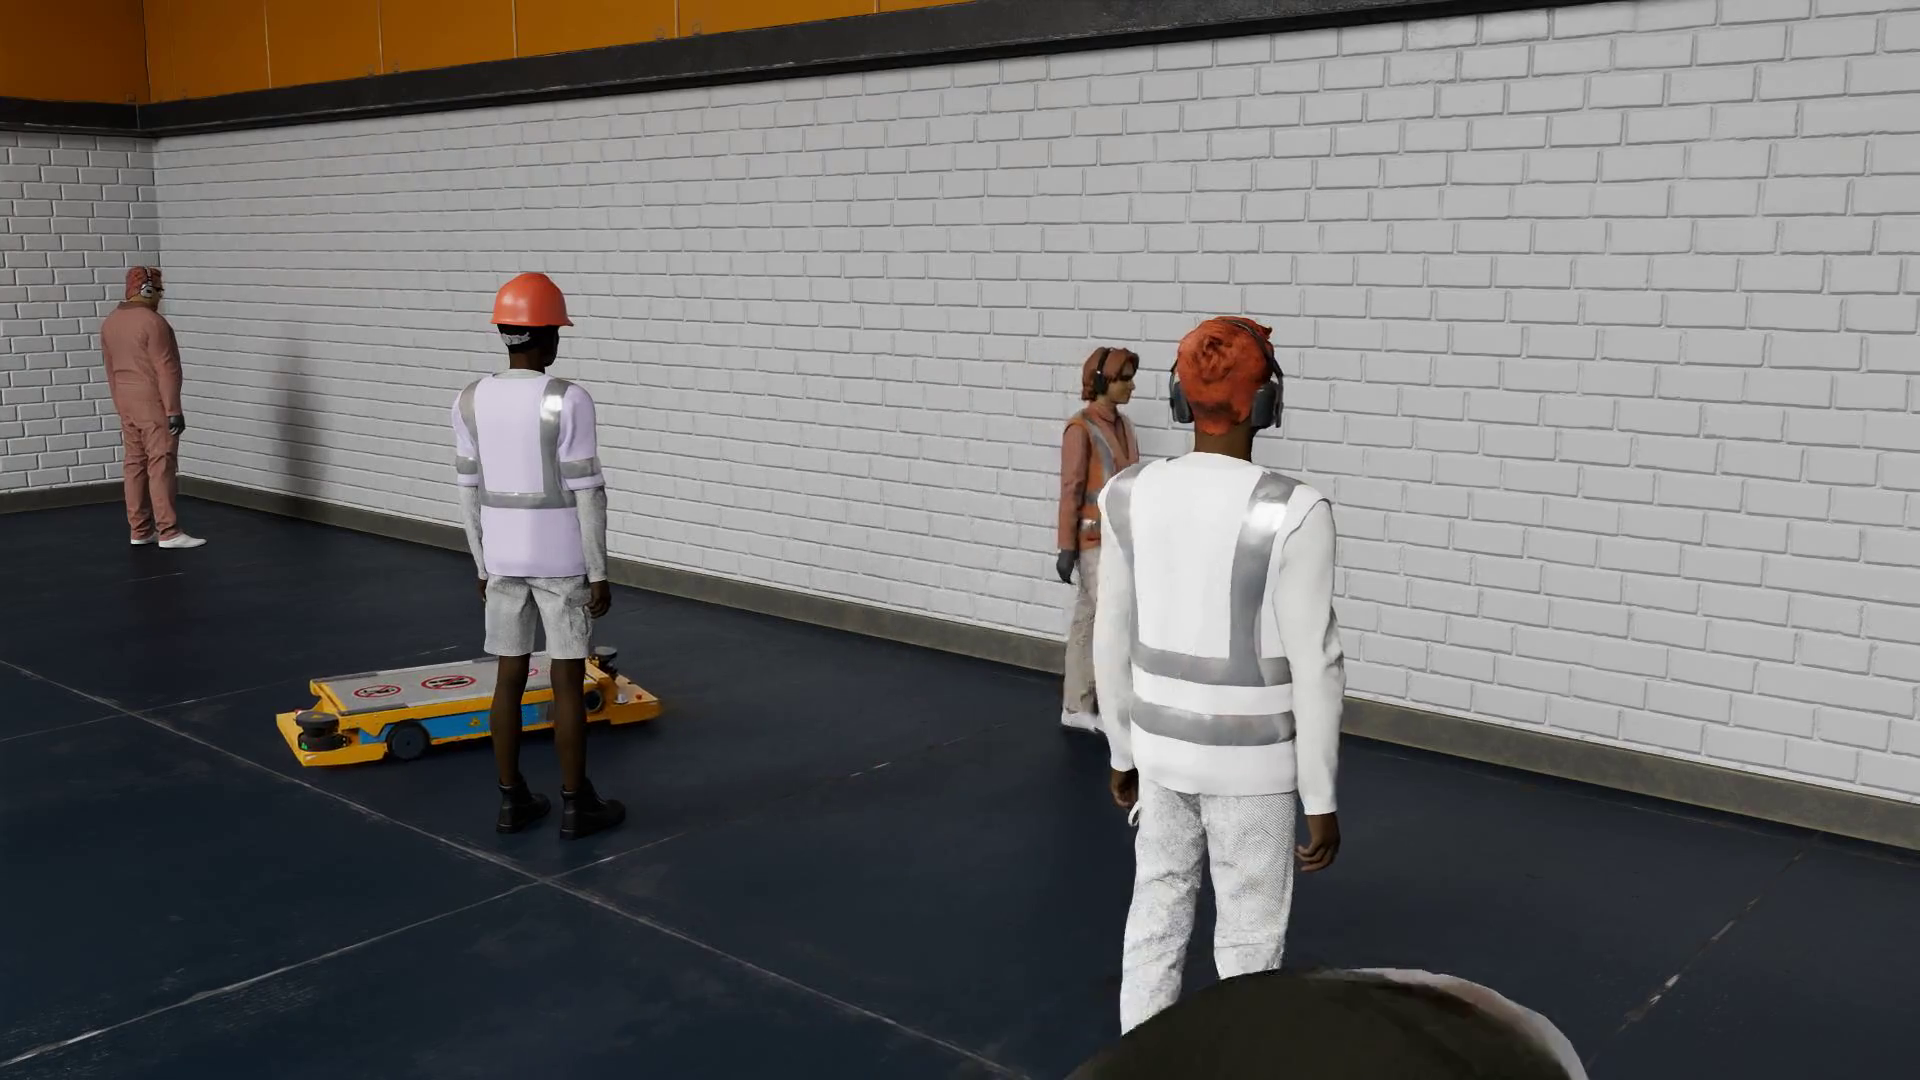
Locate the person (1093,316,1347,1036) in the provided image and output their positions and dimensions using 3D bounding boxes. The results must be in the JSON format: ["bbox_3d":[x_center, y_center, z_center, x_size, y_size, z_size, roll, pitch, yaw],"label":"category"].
[{"bbox_3d":[0.547,0.477,3.508,0.582,1.884,0.351,9,13,41],"label":"person"}]

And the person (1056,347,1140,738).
[{"bbox_3d":[0.650,0.031,6.775,0.589,1.615,0.547,5,11,28],"label":"person"}]

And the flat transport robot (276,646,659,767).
[{"bbox_3d":[-2.058,0.675,6.971,1.431,0.197,0.652,-6,11,-30],"label":"flat transport robot"}]

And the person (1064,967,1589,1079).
[{"bbox_3d":[0.124,0.884,1.056,0.607,1.943,0.835,-6,12,-32],"label":"person"}]

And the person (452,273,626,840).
[{"bbox_3d":[-1.438,0.065,5.702,0.543,1.939,0.355,3,10,17],"label":"person"}]

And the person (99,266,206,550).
[{"bbox_3d":[-5.444,-0.884,11.219,0.636,1.902,0.405,6,12,31],"label":"person"}]
